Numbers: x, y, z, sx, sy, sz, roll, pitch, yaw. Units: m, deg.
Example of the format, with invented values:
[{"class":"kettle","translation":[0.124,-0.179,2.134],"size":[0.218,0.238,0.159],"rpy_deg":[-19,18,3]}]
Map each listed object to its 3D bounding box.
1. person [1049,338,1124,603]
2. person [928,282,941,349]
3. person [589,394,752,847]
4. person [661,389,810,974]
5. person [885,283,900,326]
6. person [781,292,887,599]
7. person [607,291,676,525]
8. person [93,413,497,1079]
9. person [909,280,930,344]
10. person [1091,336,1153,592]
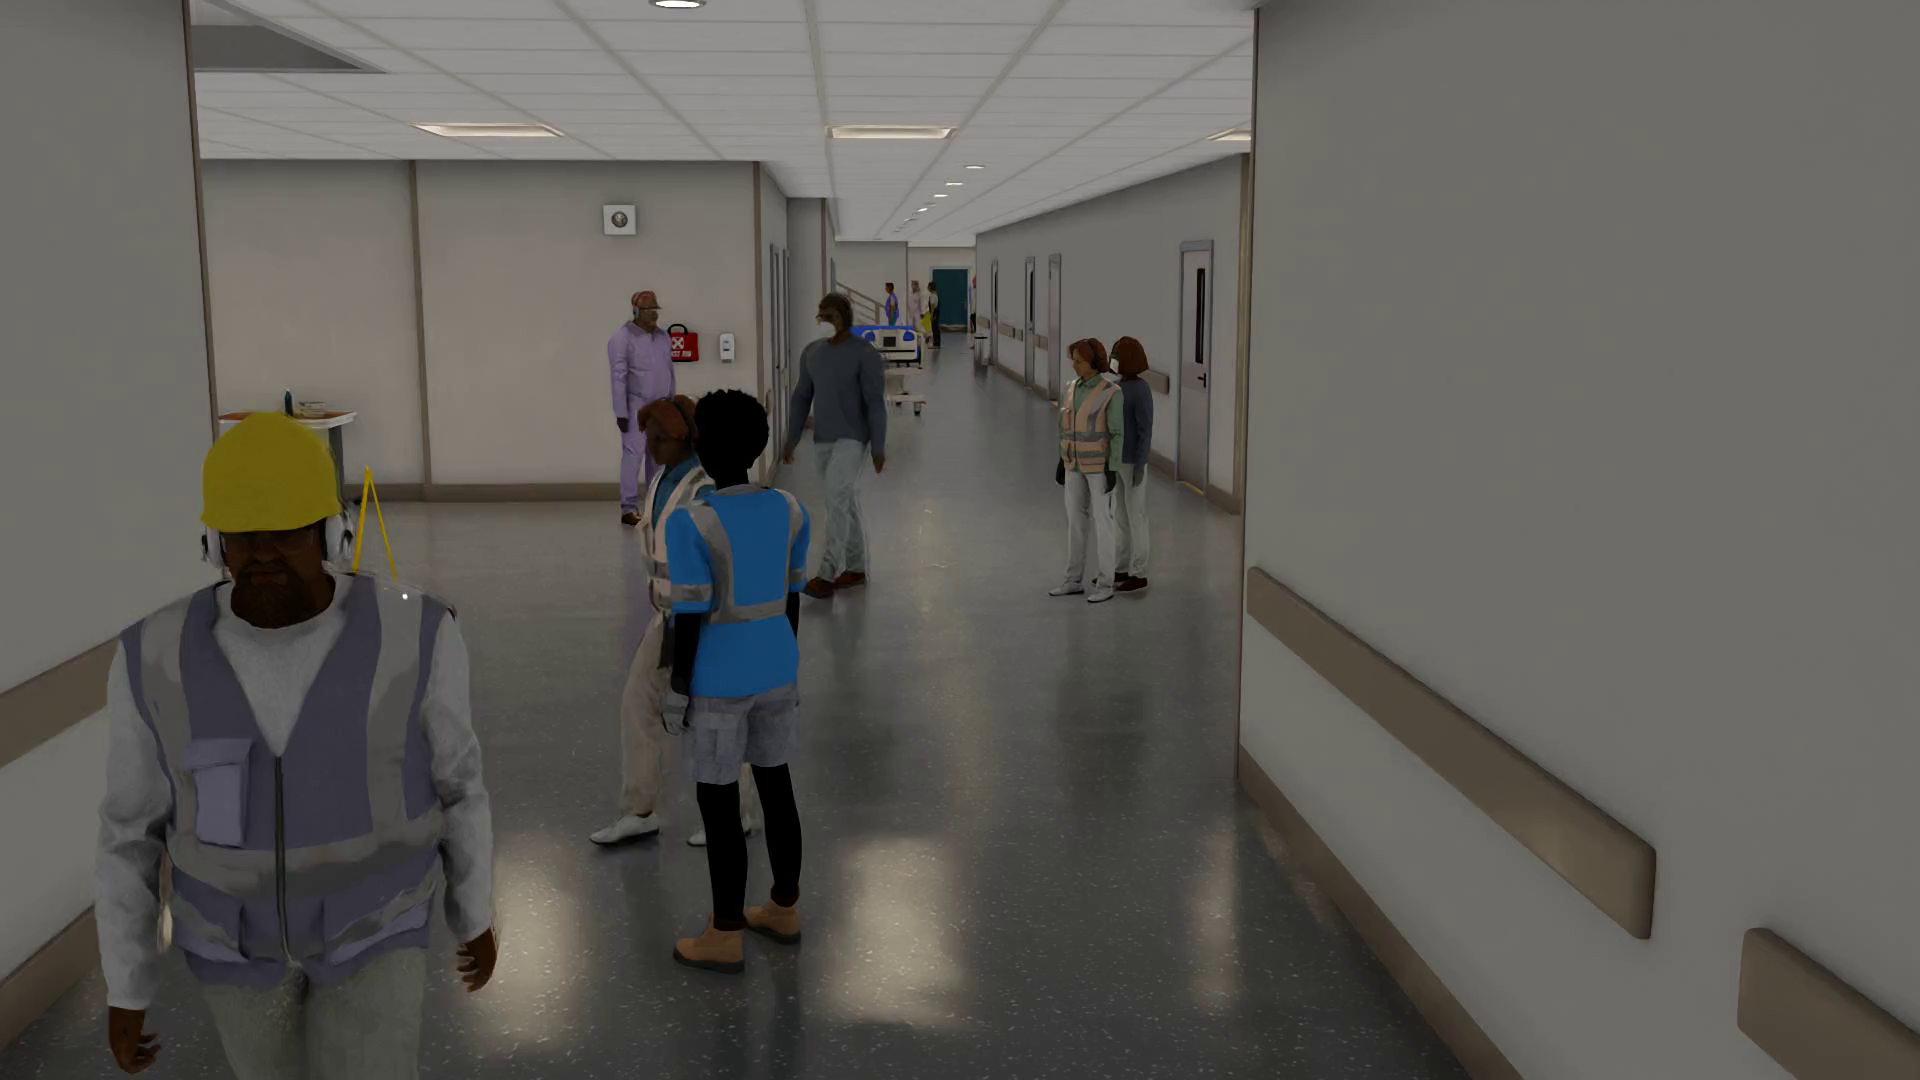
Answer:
[{"class":"person","translation":[0.799,-0.435,10.348],"size":[0.311,1.639,0.512],"rpy_deg":[-8,12,-43]},{"class":"person","translation":[-0.722,-6.176,45.785],"size":[0.357,1.839,0.508],"rpy_deg":[2,9,11]},{"class":"person","translation":[-1.025,0.308,5.778],"size":[0.676,1.611,0.506],"rpy_deg":[-7,11,-36]},{"class":"person","translation":[-0.657,0.408,4.871],"size":[0.315,1.696,0.540],"rpy_deg":[7,11,37]},{"class":"person","translation":[-1.752,-5.723,42.943],"size":[0.392,1.837,0.560],"rpy_deg":[-1,9,-4]},{"class":"person","translation":[-0.844,-0.591,10.504],"size":[0.630,1.909,0.874],"rpy_deg":[8,12,40]},{"class":"person","translation":[-2.541,-1.068,13.524],"size":[0.400,1.901,0.648],"rpy_deg":[6,11,35]},{"class":"person","translation":[-1.125,0.687,2.806],"size":[0.624,1.786,0.923],"rpy_deg":[-2,9,-10]},{"class":"person","translation":[-1.220,-6.571,48.092],"size":[0.551,1.887,0.661],"rpy_deg":[-8,12,-40]},{"class":"person","translation":[1.061,-0.489,10.695],"size":[0.282,1.636,0.500],"rpy_deg":[-4,10,-23]}]
